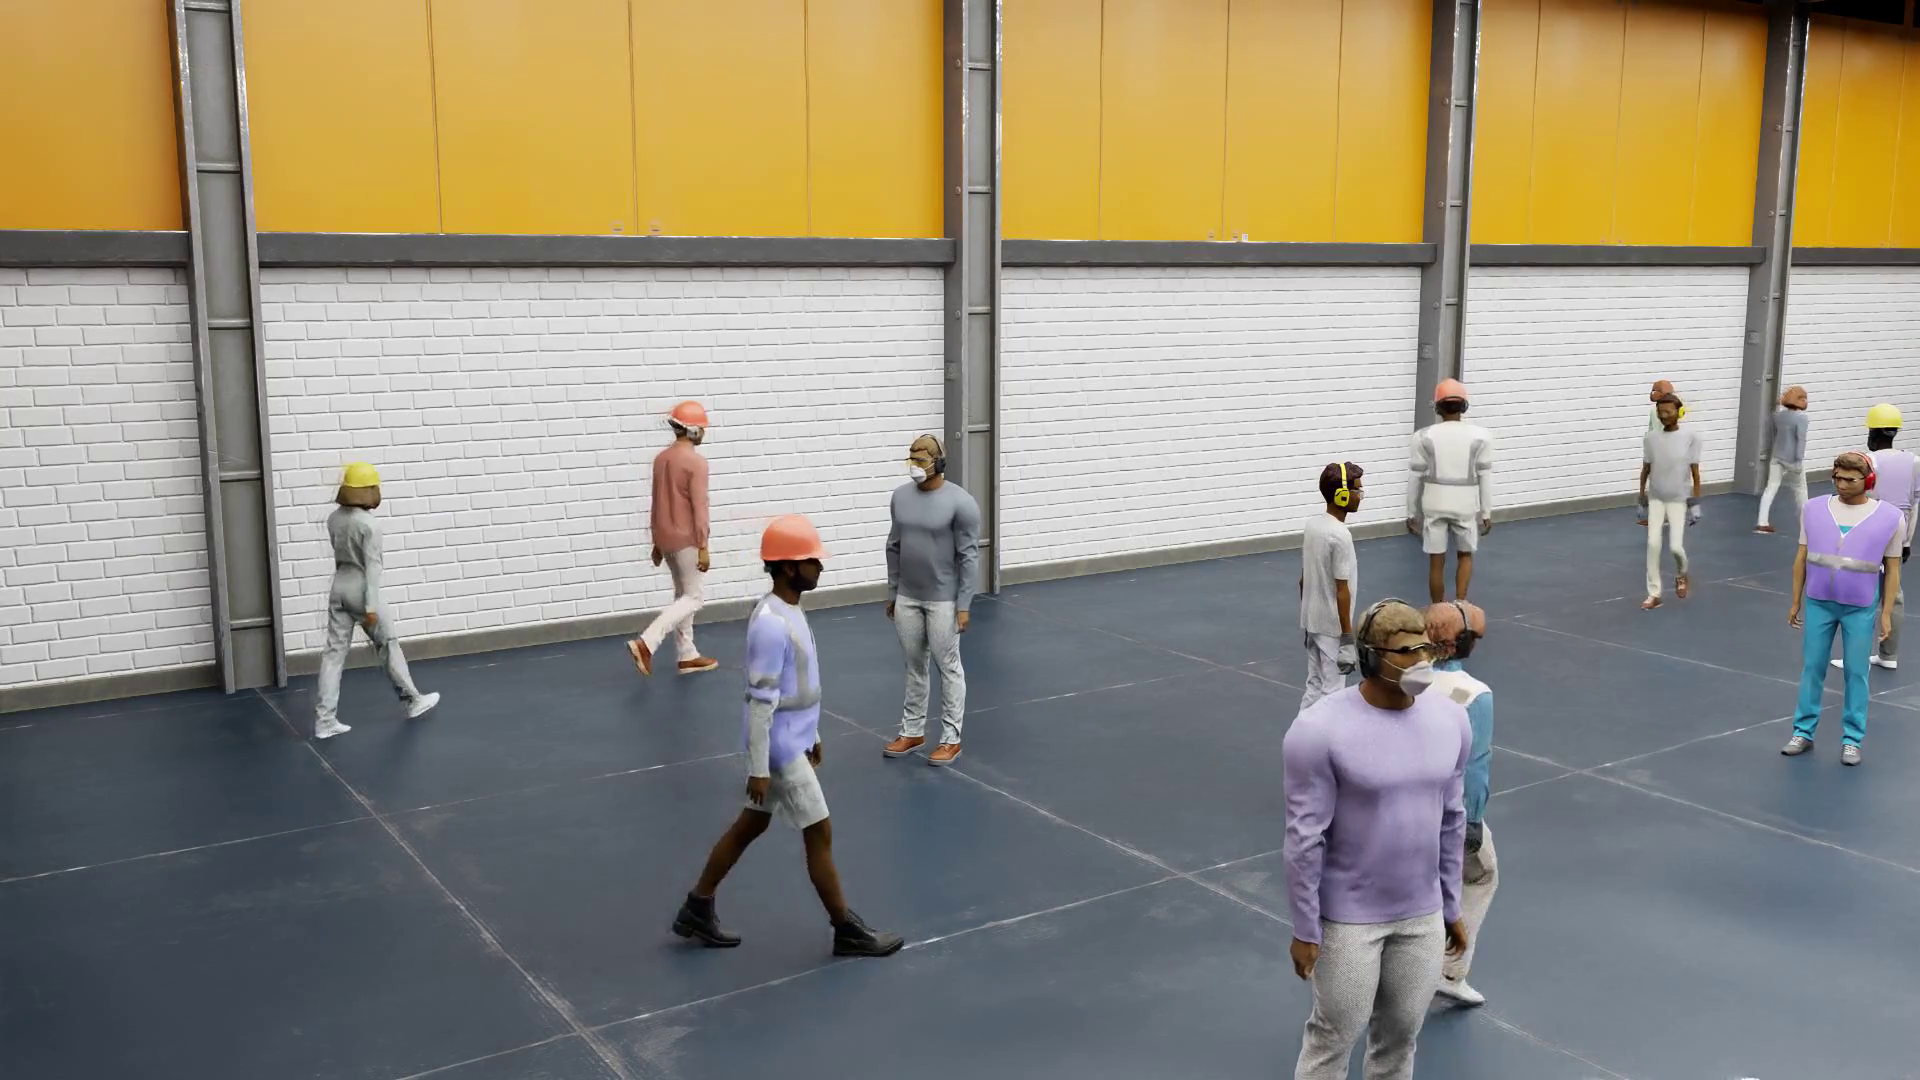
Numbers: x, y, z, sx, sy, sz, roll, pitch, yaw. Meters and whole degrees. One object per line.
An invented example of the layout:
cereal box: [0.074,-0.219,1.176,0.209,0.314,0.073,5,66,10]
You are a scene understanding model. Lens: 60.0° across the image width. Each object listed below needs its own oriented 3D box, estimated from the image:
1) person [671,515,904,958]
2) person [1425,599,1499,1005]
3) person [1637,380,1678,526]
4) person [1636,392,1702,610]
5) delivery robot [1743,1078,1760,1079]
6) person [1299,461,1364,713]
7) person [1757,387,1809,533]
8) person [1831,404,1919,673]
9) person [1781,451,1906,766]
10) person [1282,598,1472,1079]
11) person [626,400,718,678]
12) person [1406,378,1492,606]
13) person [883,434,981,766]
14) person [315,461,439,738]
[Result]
person: [-0.778,0.830,6.968,0.992,1.899,0.554,0,9,-1]
person: [1.908,1.034,6.528,0.424,1.624,0.529,-6,11,-30]
person: [7.784,-0.959,18.512,0.497,1.633,0.285,-8,12,-40]
person: [6.021,-0.334,14.095,0.536,1.850,0.534,8,12,40]
delivery robot: [2.291,1.805,4.815,0.707,0.478,0.477,5,11,26]
person: [2.001,0.503,8.993,0.309,1.868,0.534,-2,10,-11]
person: [9.032,-0.861,18.022,0.839,1.583,0.524,-3,10,-16]
person: [6.551,-0.009,11.896,0.584,1.928,0.372,-2,10,-13]
person: [5.182,0.391,9.760,0.564,1.837,0.388,8,12,40]
person: [1.260,1.129,5.013,0.632,1.940,0.368,-4,10,-21]
person: [-2.027,0.015,11.622,0.735,1.972,0.642,-8,12,-39]
person: [3.808,-0.243,12.987,0.647,2.031,0.409,2,10,14]
person: [-0.177,0.346,9.730,0.627,1.940,0.370,7,12,35]
person: [-3.732,0.351,10.435,0.494,1.694,0.886,5,11,27]
